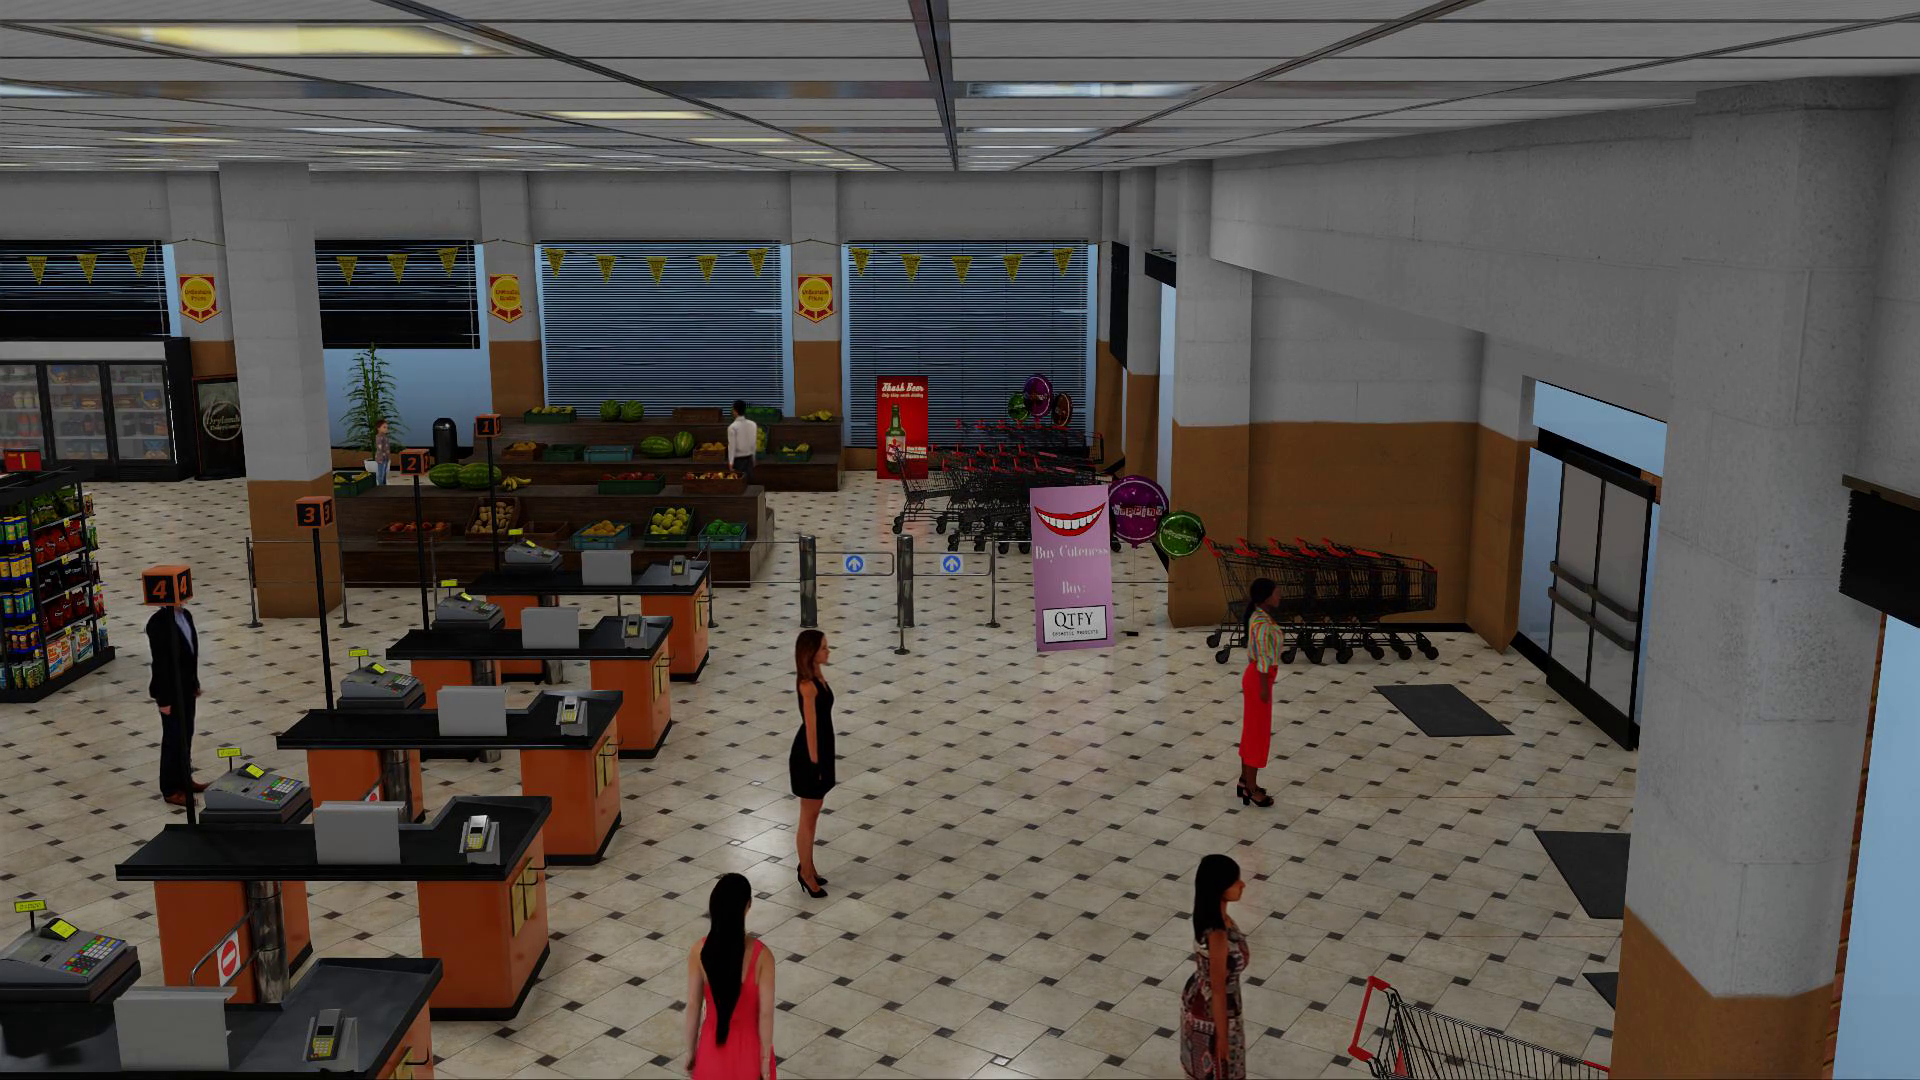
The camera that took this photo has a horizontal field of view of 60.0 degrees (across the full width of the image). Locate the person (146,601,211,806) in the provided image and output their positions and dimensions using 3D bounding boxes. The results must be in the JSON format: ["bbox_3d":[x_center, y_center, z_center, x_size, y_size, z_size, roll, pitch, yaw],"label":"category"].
[{"bbox_3d":[-6.105,1.150,12.958,0.560,1.795,0.690,0,12,2],"label":"person"}]

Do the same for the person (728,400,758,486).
[{"bbox_3d":[-3.024,-1.073,23.523,1.078,1.791,1.121,-11,16,-43],"label":"person"}]

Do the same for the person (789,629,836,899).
[{"bbox_3d":[-0.989,1.496,11.217,0.519,1.834,0.581,0,12,2],"label":"person"}]

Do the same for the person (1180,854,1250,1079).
[{"bbox_3d":[1.203,2.280,7.951,0.521,1.645,0.651,0,12,2],"label":"person"}]

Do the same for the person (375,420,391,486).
[{"bbox_3d":[-9.041,-1.297,26.037,0.463,1.193,0.474,0,12,2],"label":"person"}]

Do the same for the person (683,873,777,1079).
[{"bbox_3d":[-1.019,2.382,7.377,1.032,1.683,0.706,1,12,6],"label":"person"}]

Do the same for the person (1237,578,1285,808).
[{"bbox_3d":[2.317,1.163,12.897,0.518,1.793,0.602,0,12,2],"label":"person"}]
